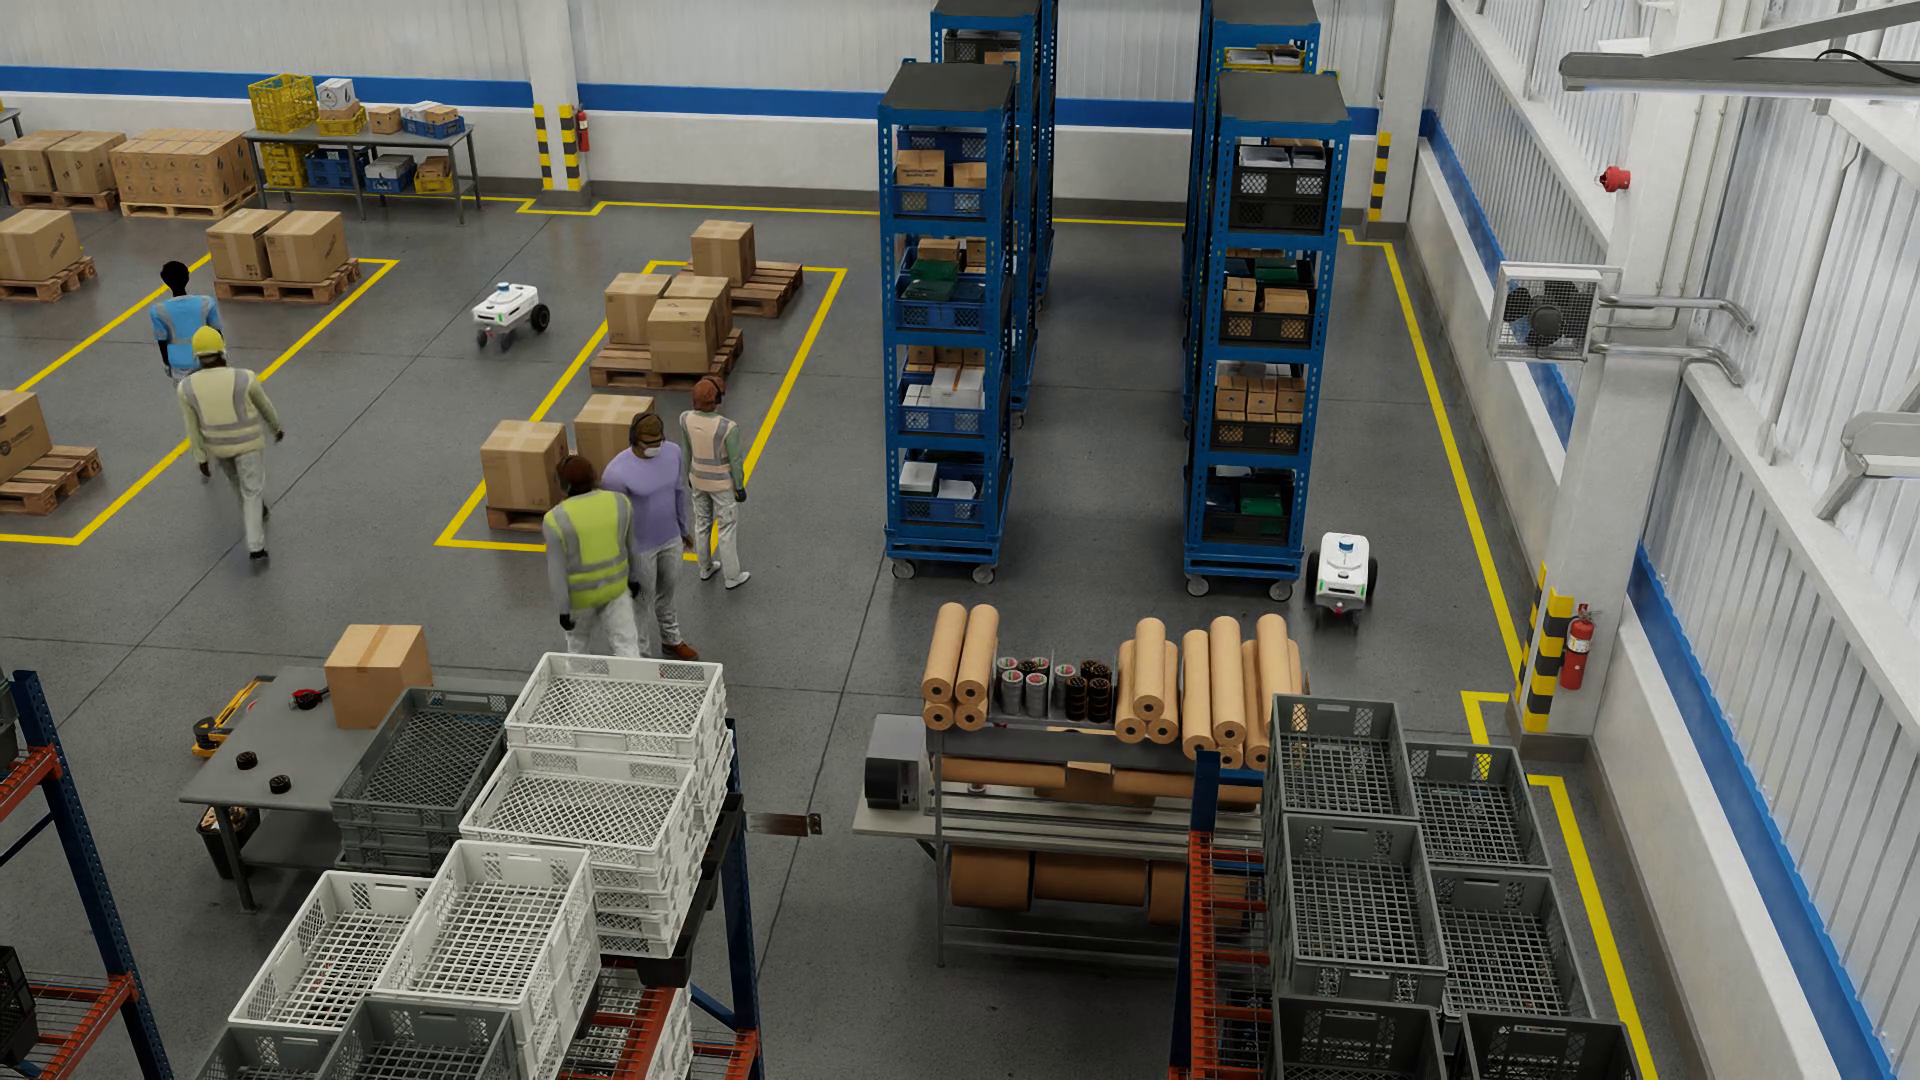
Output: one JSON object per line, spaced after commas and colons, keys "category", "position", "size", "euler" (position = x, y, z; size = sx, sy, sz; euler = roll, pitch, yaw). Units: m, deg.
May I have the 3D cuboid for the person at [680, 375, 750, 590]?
{"category": "person", "position": [-1.773, -0.408, 12.004], "size": [0.514, 1.634, 0.313], "euler": [16, 34, 25]}

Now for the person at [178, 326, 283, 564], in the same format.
{"category": "person", "position": [-5.415, -0.725, 12.403], "size": [0.584, 1.793, 0.934], "euler": [-2, 30, -4]}

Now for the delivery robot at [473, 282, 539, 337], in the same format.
{"category": "delivery robot", "position": [-4.407, -2.260, 16.158], "size": [0.477, 0.478, 0.707], "euler": [10, 32, 17]}

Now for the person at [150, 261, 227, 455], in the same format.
{"category": "person", "position": [-6.353, -1.499, 13.821], "size": [0.530, 1.690, 0.319], "euler": [-20, 36, -30]}

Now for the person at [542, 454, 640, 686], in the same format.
{"category": "person", "position": [-2.347, 0.295, 10.666], "size": [0.650, 1.774, 0.924], "euler": [-20, 36, -31]}

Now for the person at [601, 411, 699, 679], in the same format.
{"category": "person", "position": [-2.024, 0.017, 10.978], "size": [0.372, 1.933, 0.627], "euler": [23, 37, 34]}

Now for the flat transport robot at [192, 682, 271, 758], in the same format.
{"category": "flat transport robot", "position": [-4.089, 1.163, 10.648], "size": [1.431, 0.197, 0.652], "euler": [3, 30, 6]}

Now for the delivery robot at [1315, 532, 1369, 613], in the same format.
{"category": "delivery robot", "position": [2.744, 0.211, 11.913], "size": [0.477, 0.478, 0.707], "euler": [7, 31, 11]}

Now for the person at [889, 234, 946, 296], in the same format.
{"category": "person", "position": [-0.392, -2.812, 15.821], "size": [0.738, 1.957, 0.637], "euler": [21, 36, 31]}
